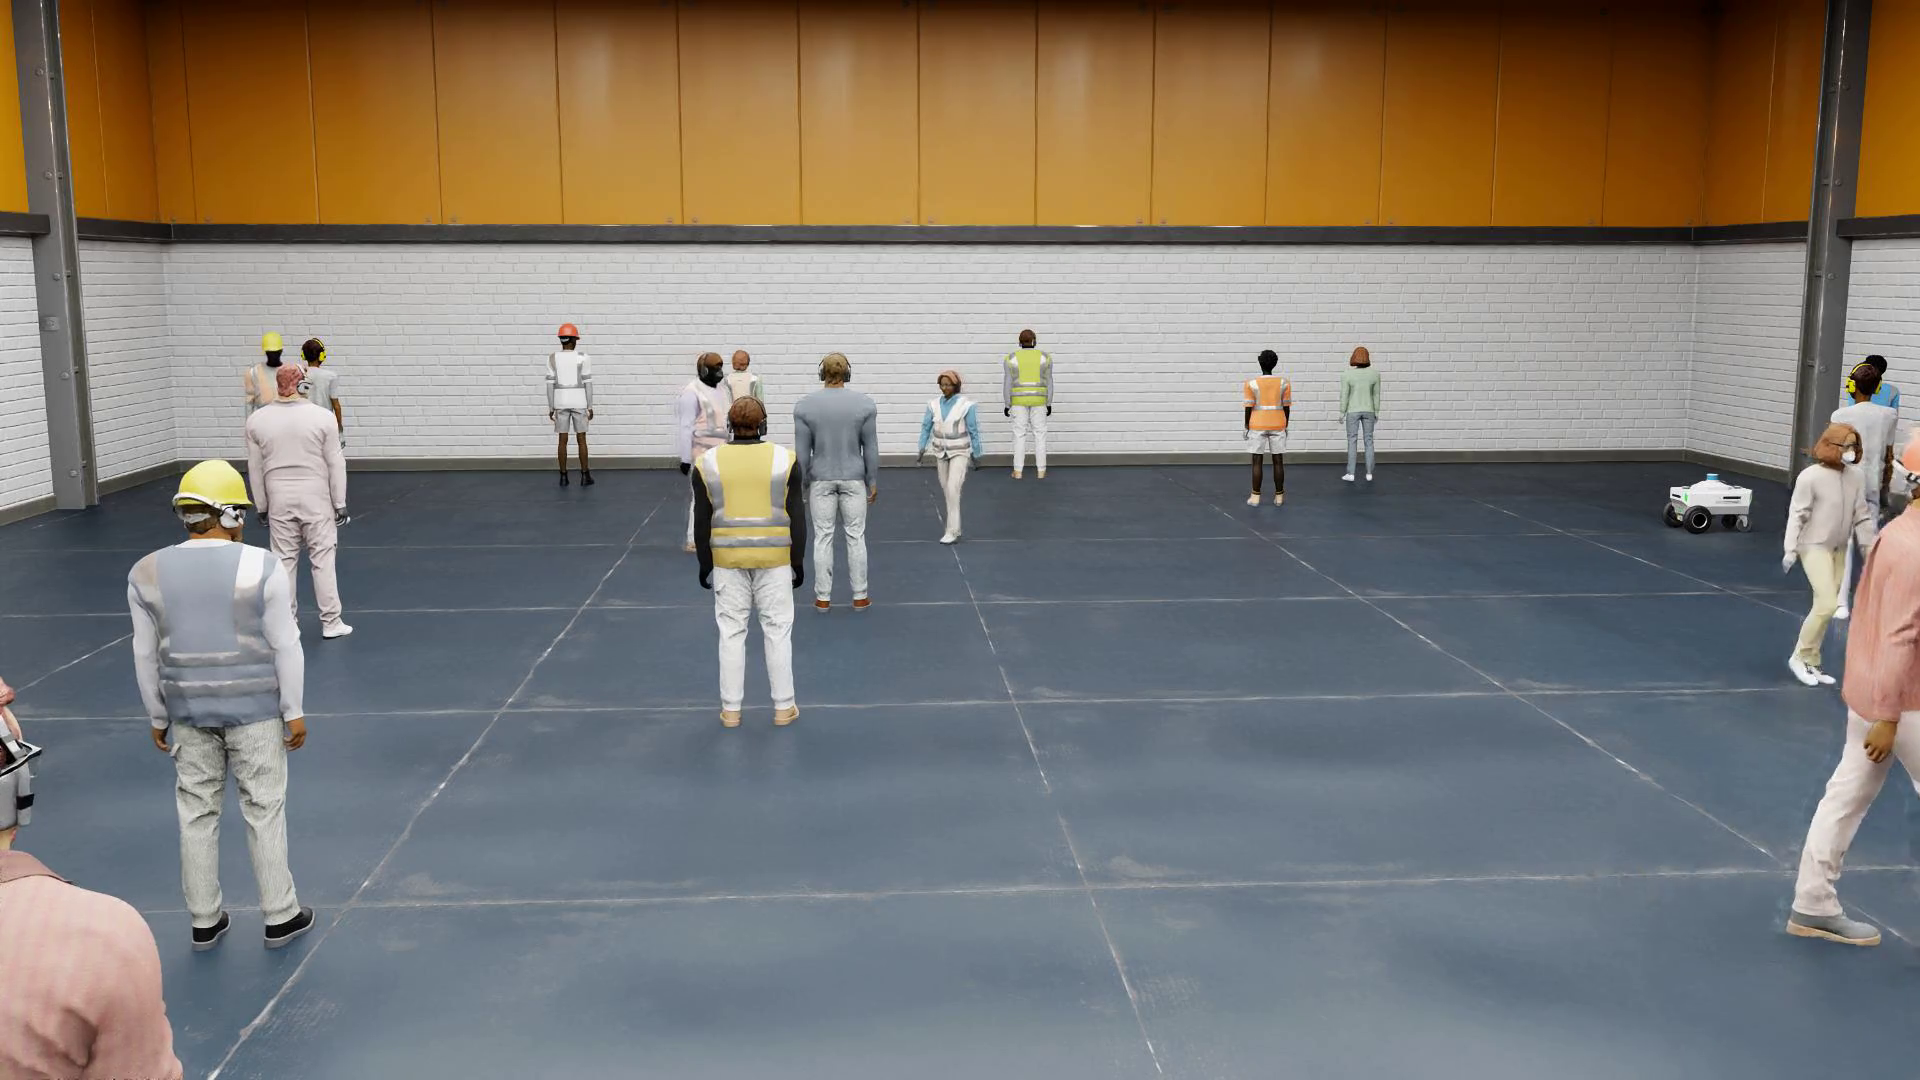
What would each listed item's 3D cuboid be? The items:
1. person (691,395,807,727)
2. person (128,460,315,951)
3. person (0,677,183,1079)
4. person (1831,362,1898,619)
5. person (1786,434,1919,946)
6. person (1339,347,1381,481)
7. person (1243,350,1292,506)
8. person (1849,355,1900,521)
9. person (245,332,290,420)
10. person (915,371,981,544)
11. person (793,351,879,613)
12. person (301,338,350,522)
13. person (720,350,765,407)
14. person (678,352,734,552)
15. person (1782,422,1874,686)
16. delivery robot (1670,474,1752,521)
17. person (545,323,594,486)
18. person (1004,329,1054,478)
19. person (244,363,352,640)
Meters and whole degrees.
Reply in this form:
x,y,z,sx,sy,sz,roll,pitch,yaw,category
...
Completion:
x,y,z,sx,sy,sz,roll,pitch,yaw,category
-1.156,0.121,9.222,0.619,1.845,0.430,0,9,-3,person
-2.713,0.617,6.162,0.586,1.824,0.404,0,9,-3,person
-1.475,1.146,2.580,0.636,1.910,0.404,0,9,-3,person
6.527,-0.352,12.113,0.517,1.869,0.328,0,9,-3,person
3.530,0.574,5.999,0.932,1.960,0.618,3,10,21,person
4.859,-1.529,20.230,0.497,1.634,0.279,0,9,-3,person
3.323,-1.208,18.017,0.529,1.697,0.321,0,9,-3,person
9.247,-1.031,16.904,0.529,1.697,0.321,0,9,-3,person
-7.182,-1.237,17.499,0.629,1.913,0.573,-2,9,-14,person
-0.127,-0.760,15.487,0.540,1.610,0.720,6,11,32,person
-0.913,-0.423,12.335,0.627,1.940,0.371,0,9,-3,person
-6.429,-1.081,16.674,0.517,1.874,0.328,0,9,-3,person
-2.508,-1.367,19.194,0.512,1.642,0.312,0,9,-3,person
-2.136,-0.750,14.788,0.873,1.811,0.631,3,10,21,person
5.277,0.091,10.105,0.519,1.616,0.412,-4,10,-24,person
7.341,-0.404,16.253,0.707,0.478,0.477,-1,9,-4,delivery robot
-4.626,-1.602,19.768,0.542,1.930,0.374,0,9,-3,person
0.840,-1.672,20.497,0.619,1.839,0.430,0,9,-3,person
-4.511,-0.255,11.403,0.636,1.903,0.404,0,9,-3,person
